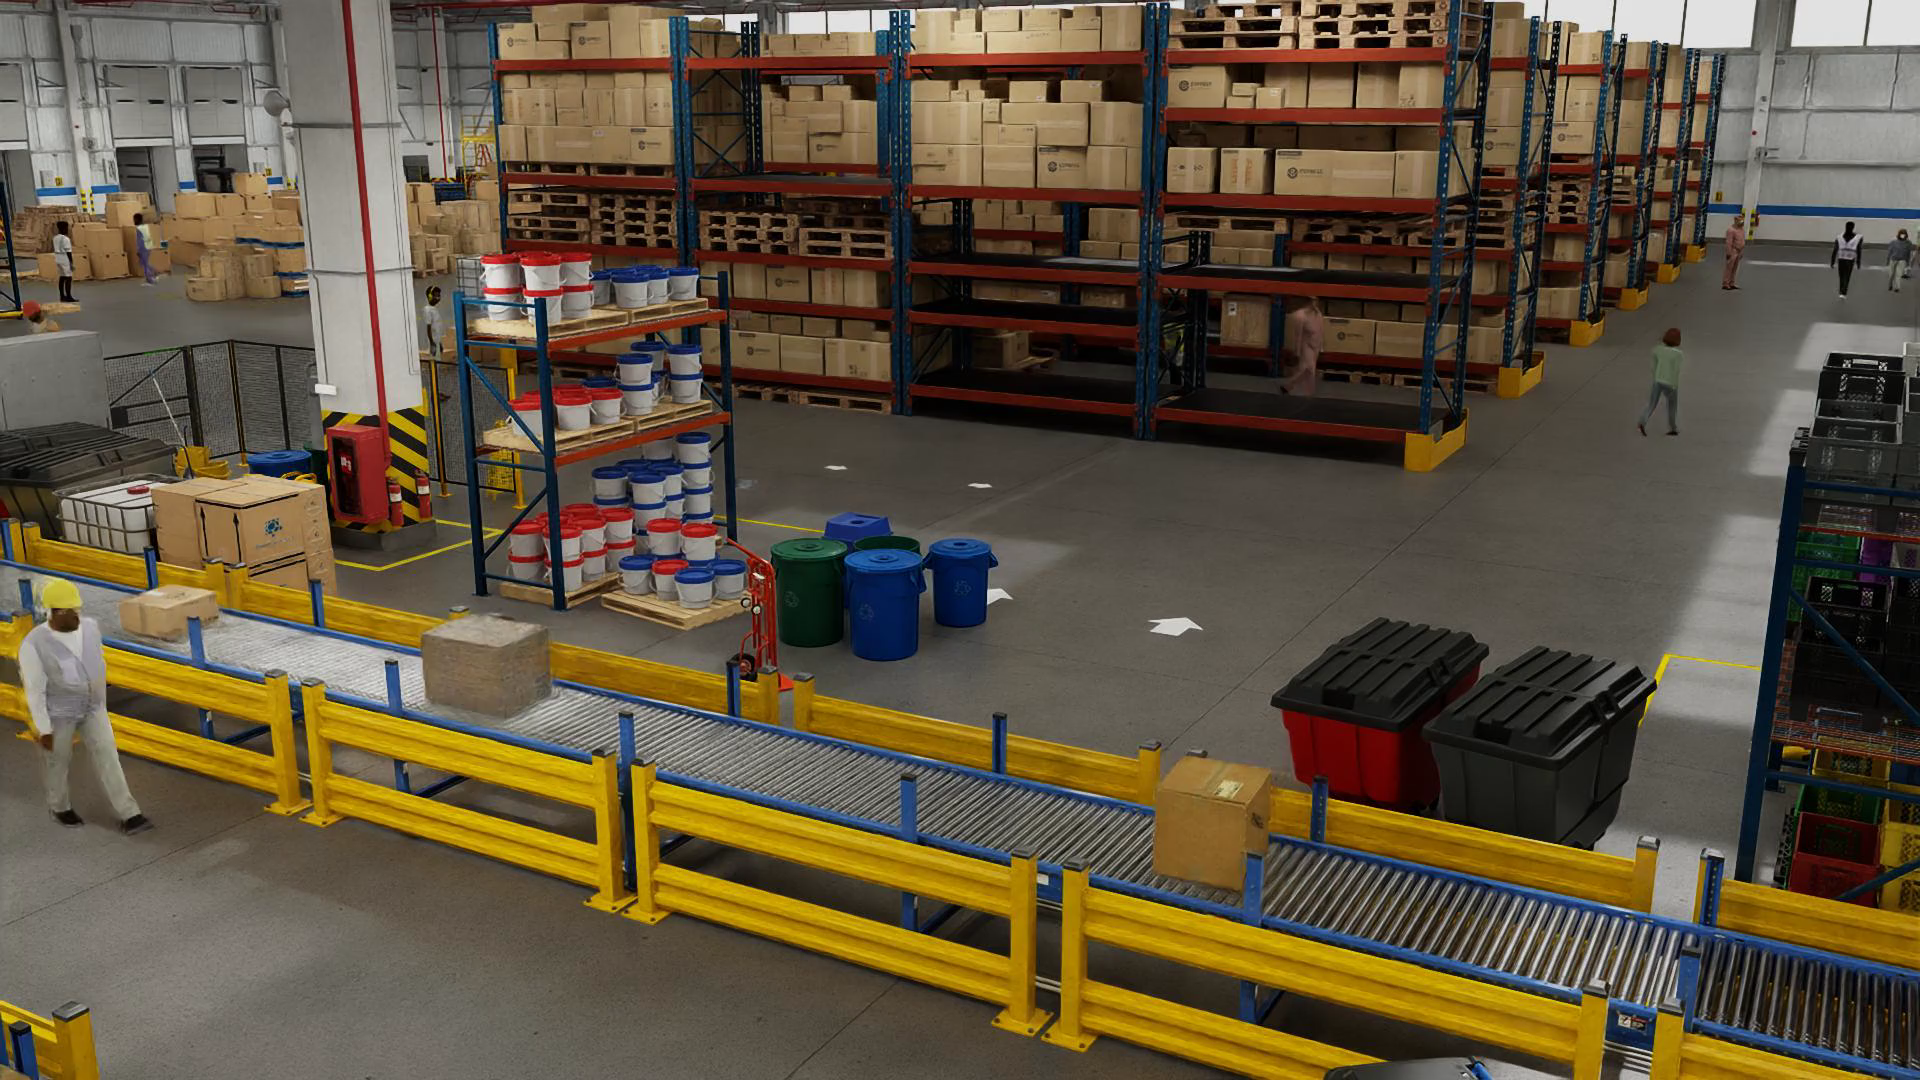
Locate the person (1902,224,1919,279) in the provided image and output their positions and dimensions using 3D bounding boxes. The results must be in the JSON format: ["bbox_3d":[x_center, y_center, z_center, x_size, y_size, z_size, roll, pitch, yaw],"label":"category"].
[{"bbox_3d":[26.219,-7.999,45.290,0.991,1.785,0.551,-3,15,-12],"label":"person"}]

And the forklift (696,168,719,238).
[{"bbox_3d":[-7.573,-9.644,49.356,1.129,2.768,1.873,8,17,28],"label":"forklift"}]

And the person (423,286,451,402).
[{"bbox_3d":[-8.522,-3.190,27.040,0.329,1.865,0.512,-2,15,-6],"label":"person"}]

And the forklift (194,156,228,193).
[{"bbox_3d":[-26.295,-12.105,58.608,1.129,2.768,1.873,-11,18,-35],"label":"forklift"}]

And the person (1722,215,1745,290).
[{"bbox_3d":[19.925,-7.388,42.737,0.653,1.906,0.405,-11,18,-35],"label":"person"}]

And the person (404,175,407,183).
[{"bbox_3d":[-24.122,-15.075,71.681,0.574,1.883,0.361,-7,16,-25],"label":"person"}]

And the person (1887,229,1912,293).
[{"bbox_3d":[23.830,-7.101,42.239,0.502,1.607,0.779,7,16,24],"label":"person"}]

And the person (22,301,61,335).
[{"bbox_3d":[-13.698,-2.658,25.006,0.605,1.880,0.653,8,17,27],"label":"person"}]

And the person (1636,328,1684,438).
[{"bbox_3d":[10.192,-2.276,24.091,0.789,1.604,0.498,-11,18,-35],"label":"person"}]

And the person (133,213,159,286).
[{"bbox_3d":[-21.397,-7.611,43.586,0.447,1.900,0.619,-2,15,-6],"label":"person"}]

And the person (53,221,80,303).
[{"bbox_3d":[-21.535,-6.687,40.018,0.606,1.956,0.395,11,18,36],"label":"person"}]

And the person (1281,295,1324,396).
[{"bbox_3d":[5.473,-3.038,26.428,0.802,1.884,0.642,13,19,40],"label":"person"}]

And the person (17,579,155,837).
[{"bbox_3d":[-5.826,1.123,10.979,0.942,1.777,0.611,8,17,29],"label":"person"}]

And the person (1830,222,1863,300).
[{"bbox_3d":[21.577,-6.797,40.560,0.624,1.874,0.968,13,20,40],"label":"person"}]

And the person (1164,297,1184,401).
[{"bbox_3d":[3.475,-3.111,27.059,0.322,1.696,0.536,-2,15,-9],"label":"person"}]

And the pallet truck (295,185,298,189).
[{"bbox_3d":[-26.804,-14.617,69.738,1.885,1.965,0.823,-14,20,-42],"label":"pallet truck"}]
